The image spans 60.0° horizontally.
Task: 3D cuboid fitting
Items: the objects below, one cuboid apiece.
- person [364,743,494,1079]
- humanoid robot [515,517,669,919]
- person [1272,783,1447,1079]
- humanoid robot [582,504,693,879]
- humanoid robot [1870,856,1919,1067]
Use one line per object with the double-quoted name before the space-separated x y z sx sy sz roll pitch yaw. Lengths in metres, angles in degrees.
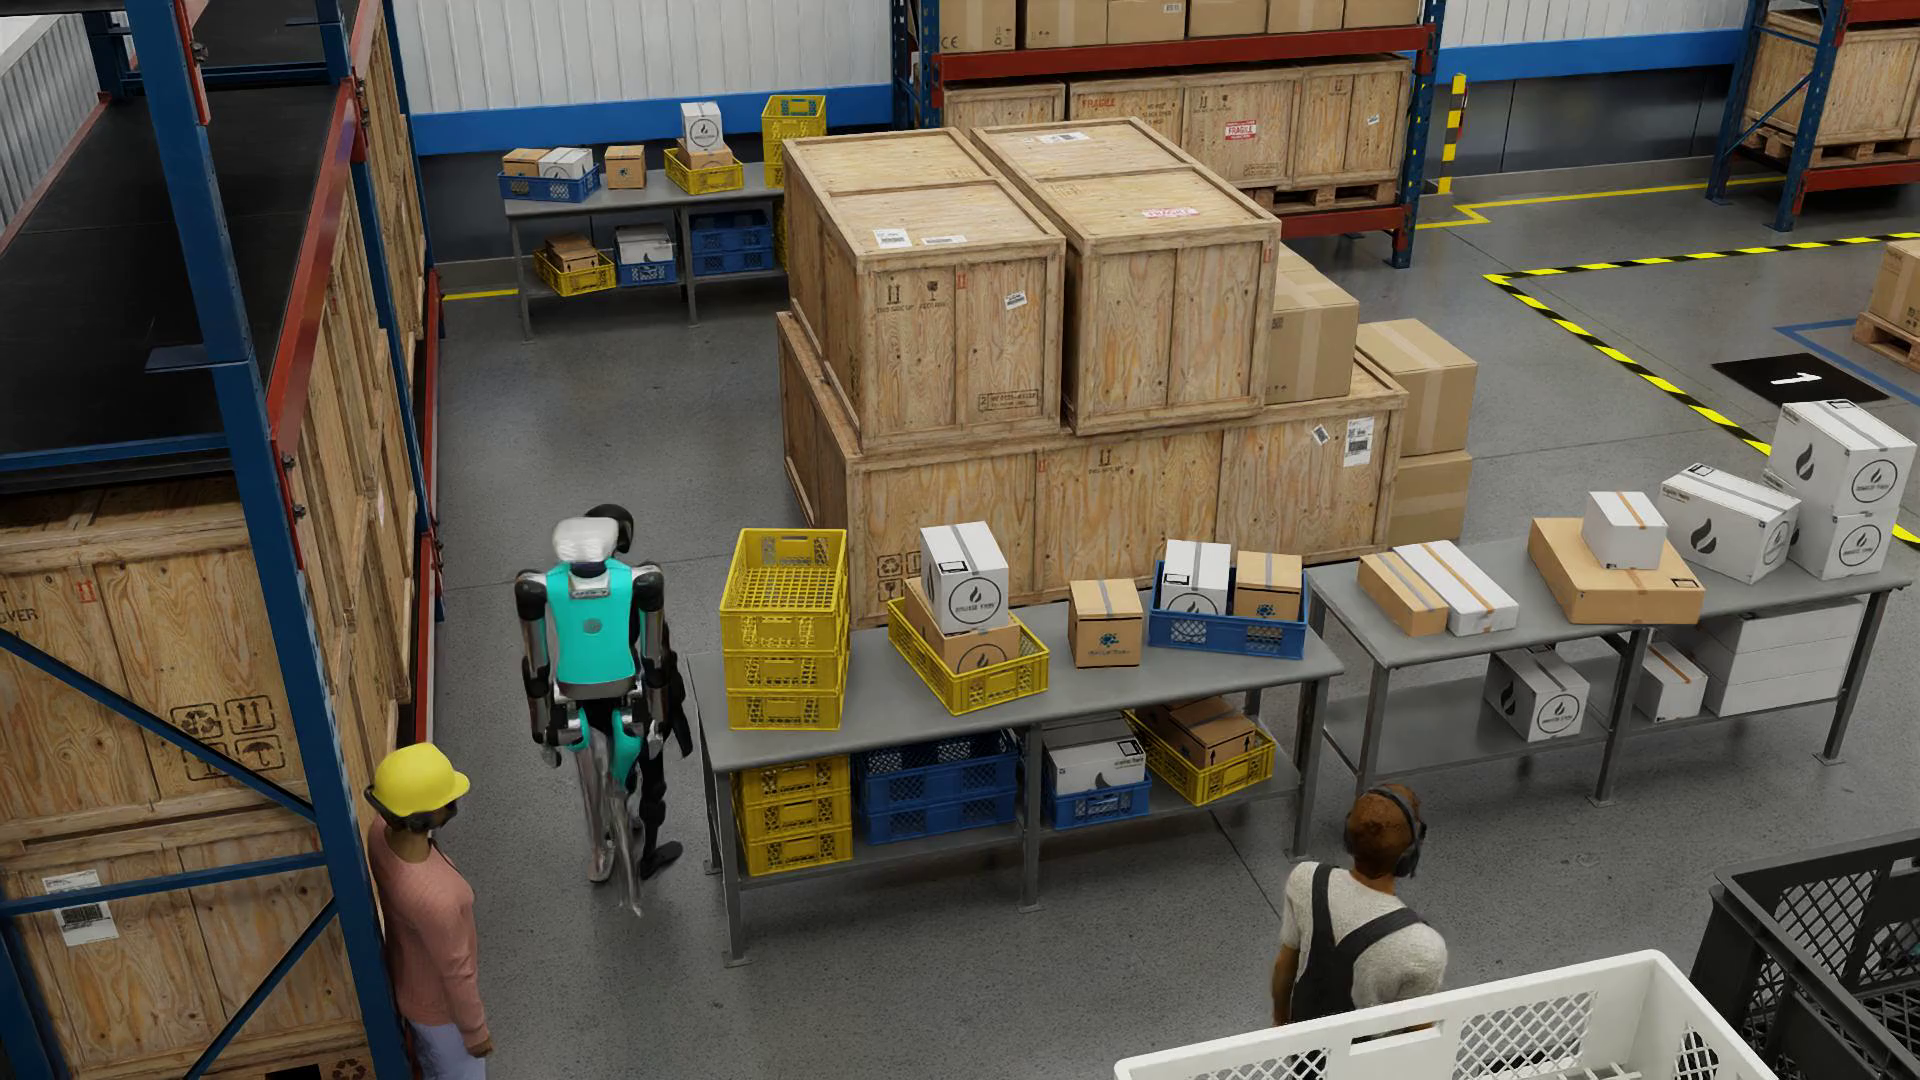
"person" -1.574 1.362 5.099 0.335 1.762 0.522 -20 35 -32
"humanoid robot" -1.388 0.629 6.465 0.553 1.788 0.755 -6 29 -11
"person" 1.120 1.488 4.793 0.338 1.836 0.511 -20 35 -32
"humanoid robot" -1.312 0.599 6.558 0.591 1.648 0.332 18 34 29
"humanoid robot" 3.011 1.475 4.901 0.675 1.777 0.531 -19 34 -31
